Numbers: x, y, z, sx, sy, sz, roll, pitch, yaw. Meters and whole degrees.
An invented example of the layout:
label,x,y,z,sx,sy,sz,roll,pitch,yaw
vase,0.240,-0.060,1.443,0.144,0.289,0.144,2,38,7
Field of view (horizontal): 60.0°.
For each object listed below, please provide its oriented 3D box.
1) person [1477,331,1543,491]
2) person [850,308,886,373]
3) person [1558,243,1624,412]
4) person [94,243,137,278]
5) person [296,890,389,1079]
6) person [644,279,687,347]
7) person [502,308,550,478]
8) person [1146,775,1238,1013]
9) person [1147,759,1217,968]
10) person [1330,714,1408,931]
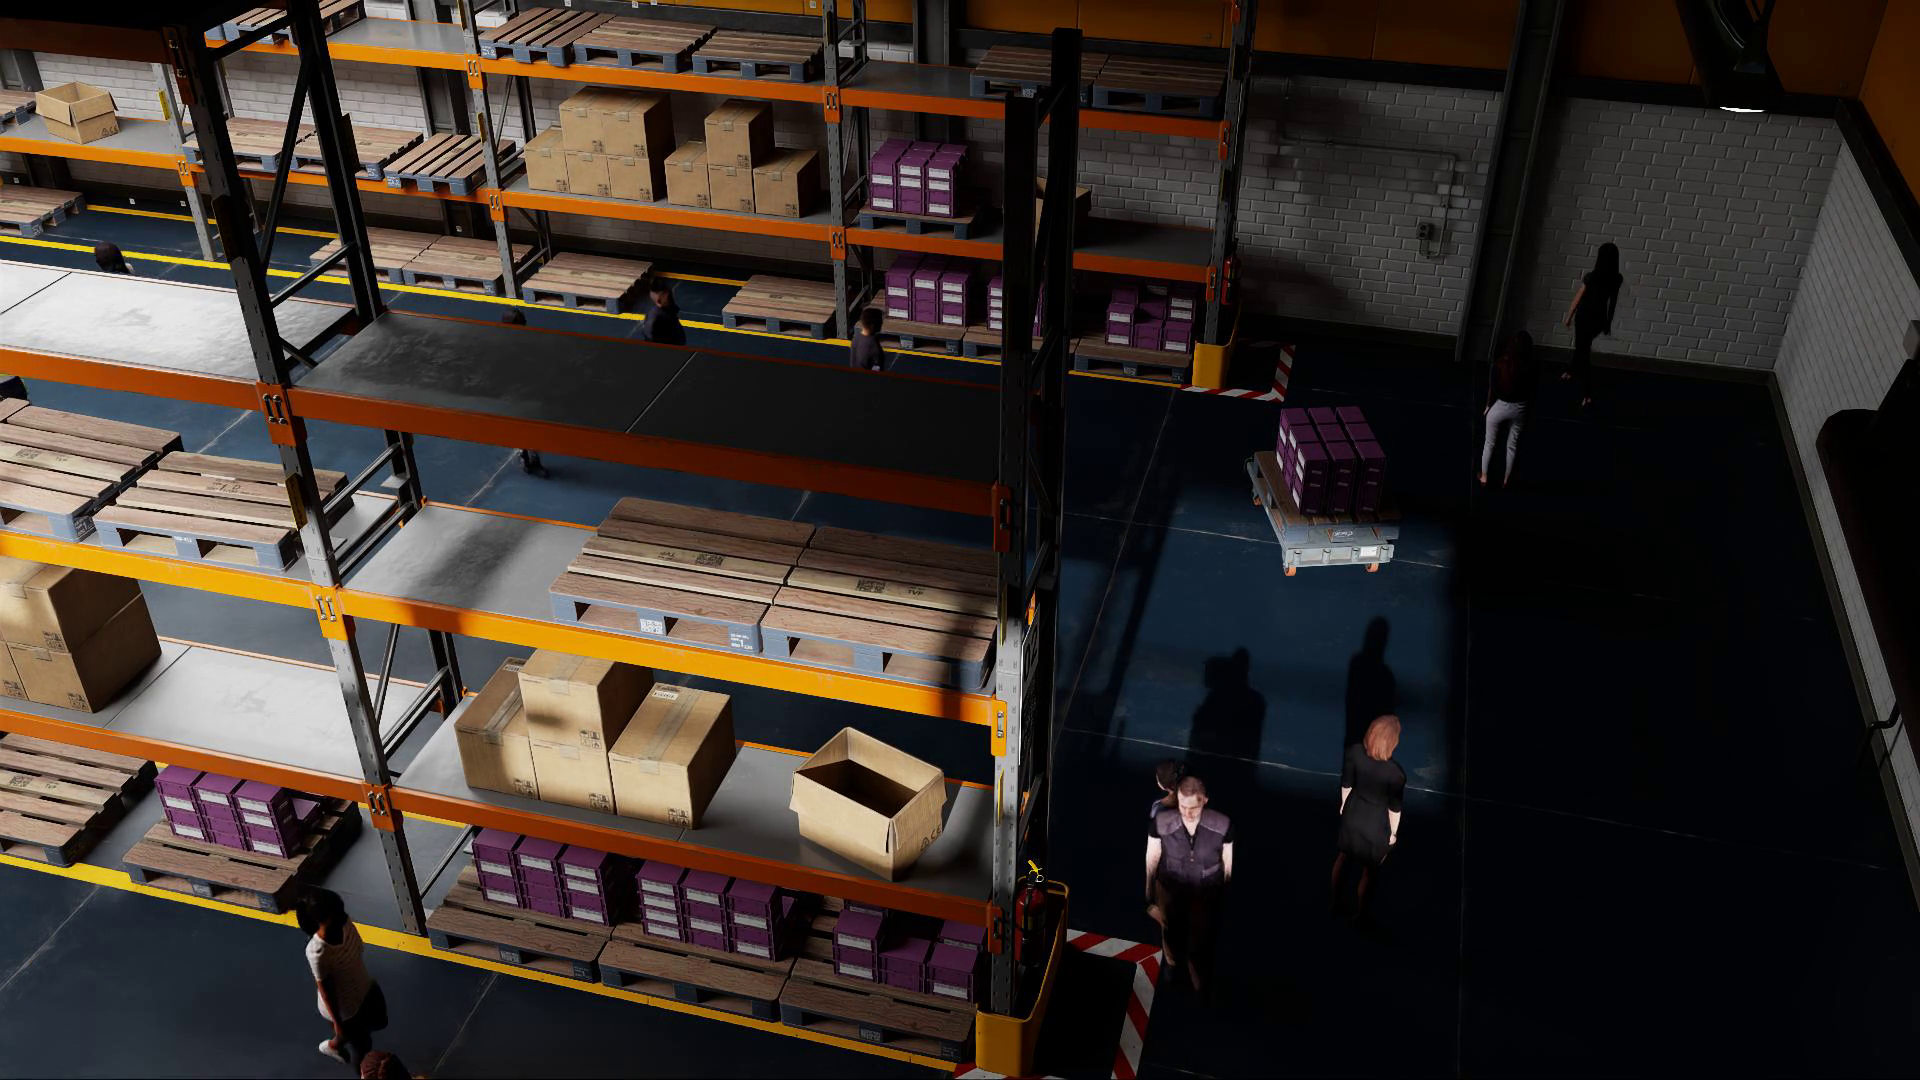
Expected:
label,x,y,z,sx,sy,sz,roll,pitch,yaw
person,5.037,-1.192,15.262,0.477,1.608,0.656,7,34,11
person,-0.861,-1.307,15.302,0.779,1.754,0.722,-17,37,-23
person,6.282,-2.088,16.533,1.041,1.693,0.931,-6,34,-9
person,-8.340,-2.259,16.885,0.885,1.588,0.777,-3,34,-4
person,-3.586,2.612,9.518,0.781,1.631,0.613,4,34,6
person,-2.787,-1.607,15.654,0.704,1.864,0.770,6,34,9
person,-4.092,-1.381,15.447,0.756,1.718,0.716,26,41,33
person,1.424,2.051,10.198,0.648,1.812,0.751,7,34,10
person,1.396,2.028,10.482,0.976,1.535,0.971,-10,35,-15
person,2.608,1.807,10.662,0.721,1.705,0.612,-28,43,-35
